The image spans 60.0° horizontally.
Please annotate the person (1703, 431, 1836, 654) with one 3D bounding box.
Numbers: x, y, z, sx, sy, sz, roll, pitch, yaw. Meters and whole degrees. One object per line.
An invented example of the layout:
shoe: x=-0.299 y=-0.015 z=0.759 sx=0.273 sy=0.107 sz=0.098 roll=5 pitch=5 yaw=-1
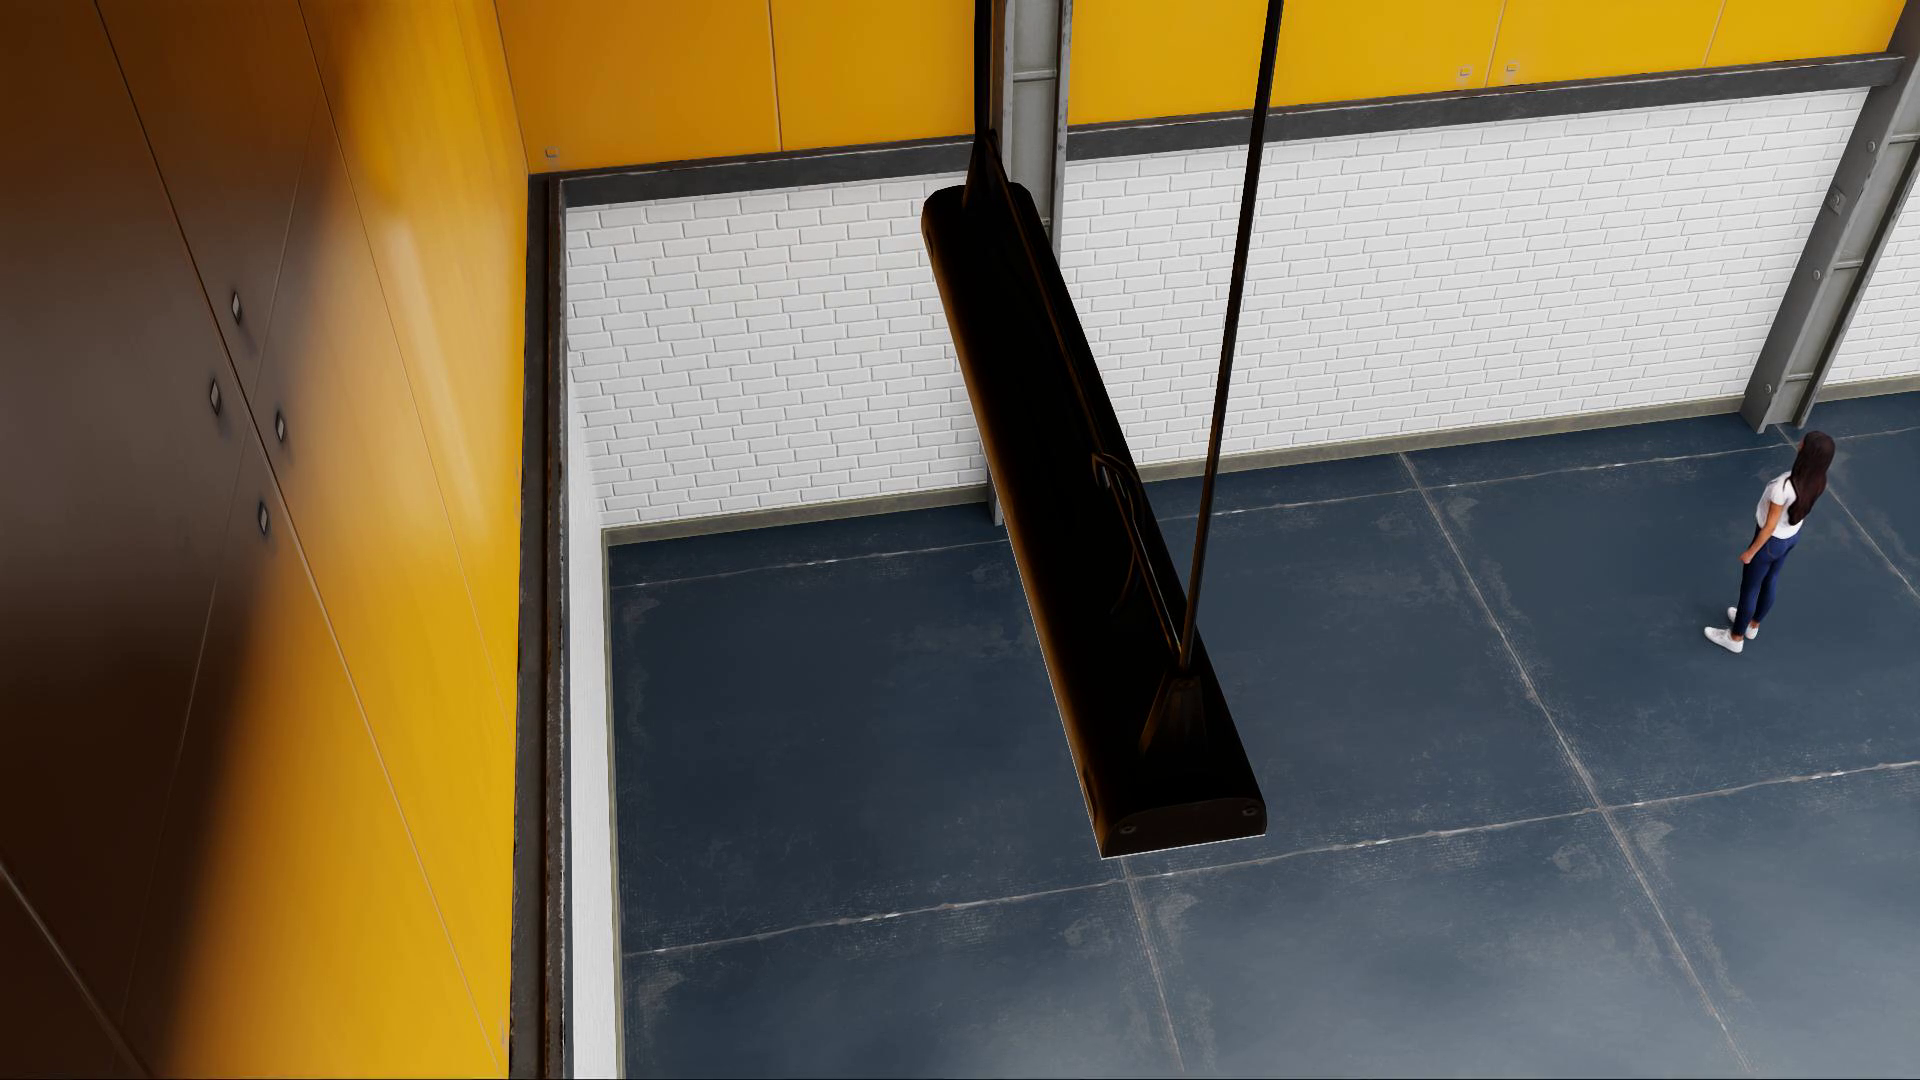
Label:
person: x=5.233 y=0.015 z=10.676 sx=0.583 sy=1.774 sz=0.718 roll=-24 pitch=49 yaw=-23
